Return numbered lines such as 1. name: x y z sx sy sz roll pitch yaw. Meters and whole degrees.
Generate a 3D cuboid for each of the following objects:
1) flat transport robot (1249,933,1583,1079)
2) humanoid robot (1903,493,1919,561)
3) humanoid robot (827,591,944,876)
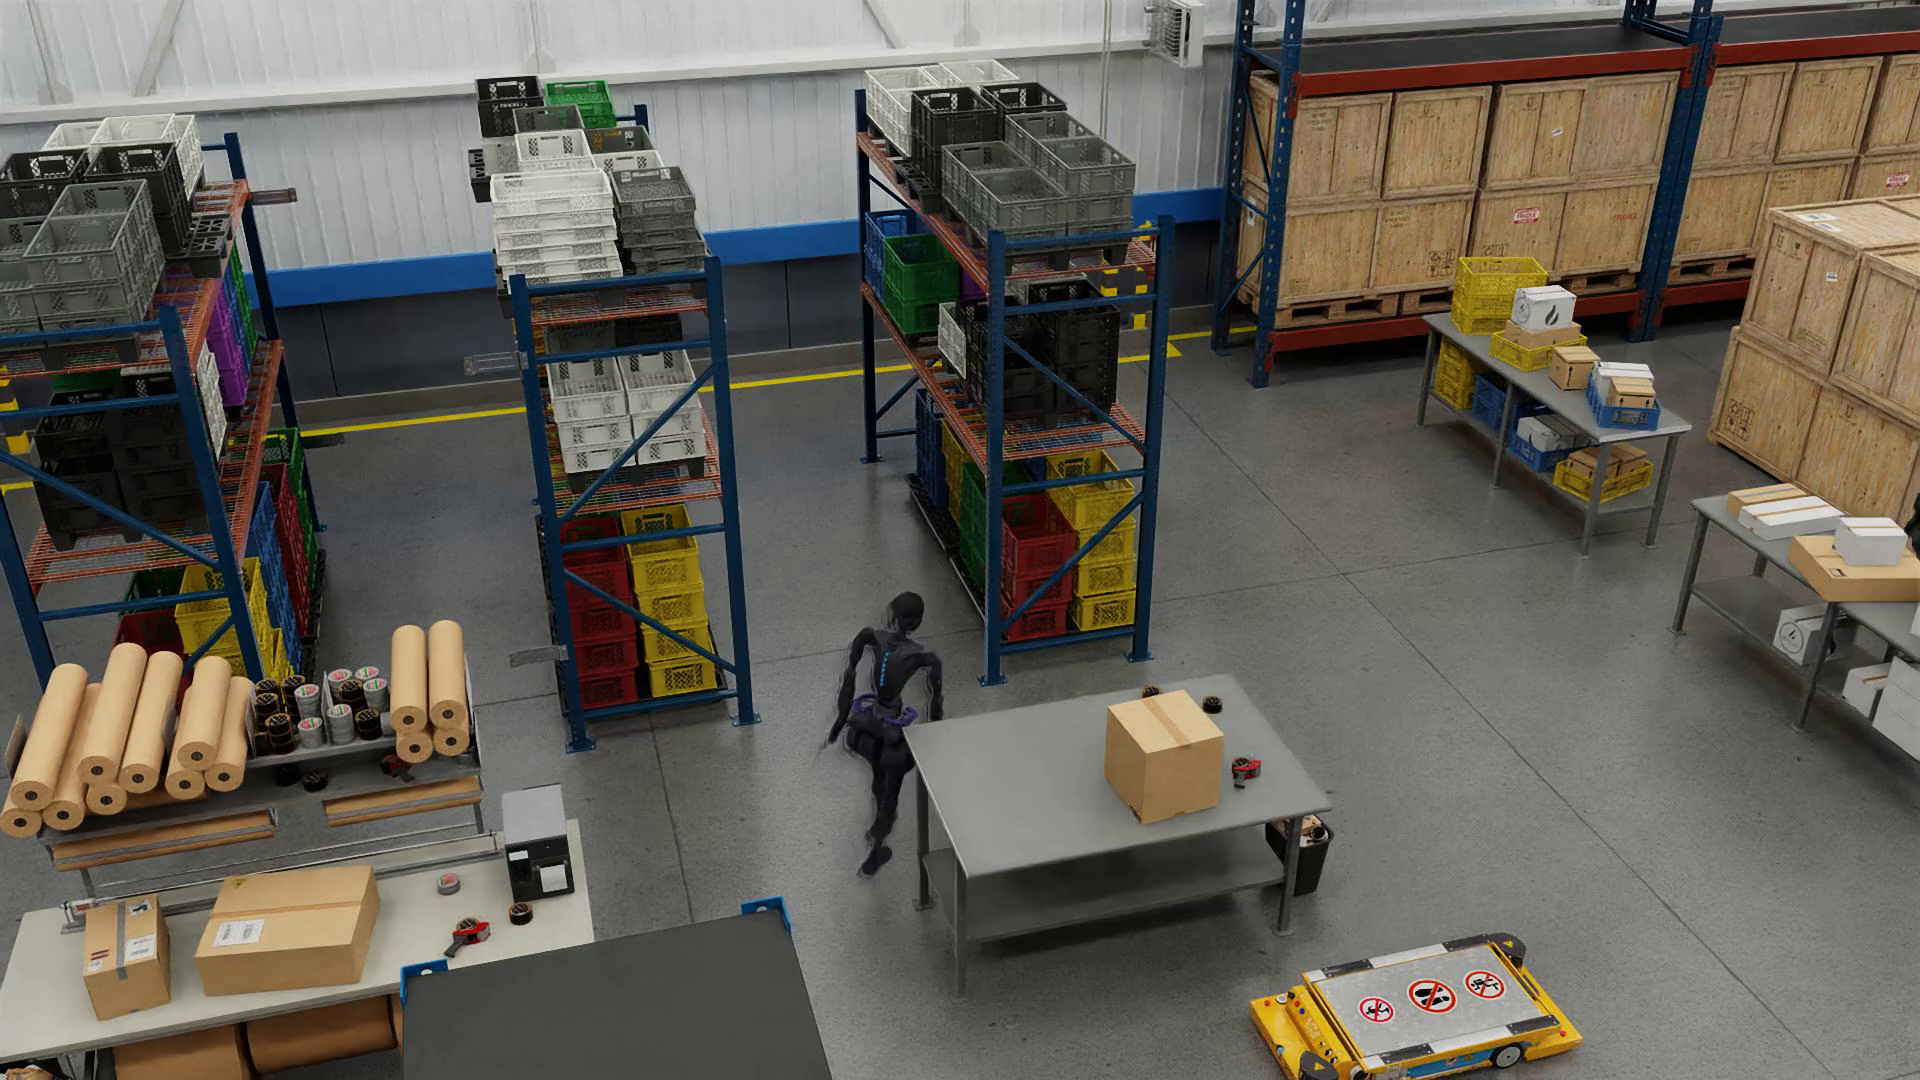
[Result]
1. flat transport robot: 2.184 2.282 7.980 1.431 0.197 0.652 -8 30 -14
2. humanoid robot: 6.434 -0.007 10.714 0.364 1.641 0.739 -18 33 -29
3. humanoid robot: -0.384 1.000 8.900 0.594 1.625 0.620 16 33 27
